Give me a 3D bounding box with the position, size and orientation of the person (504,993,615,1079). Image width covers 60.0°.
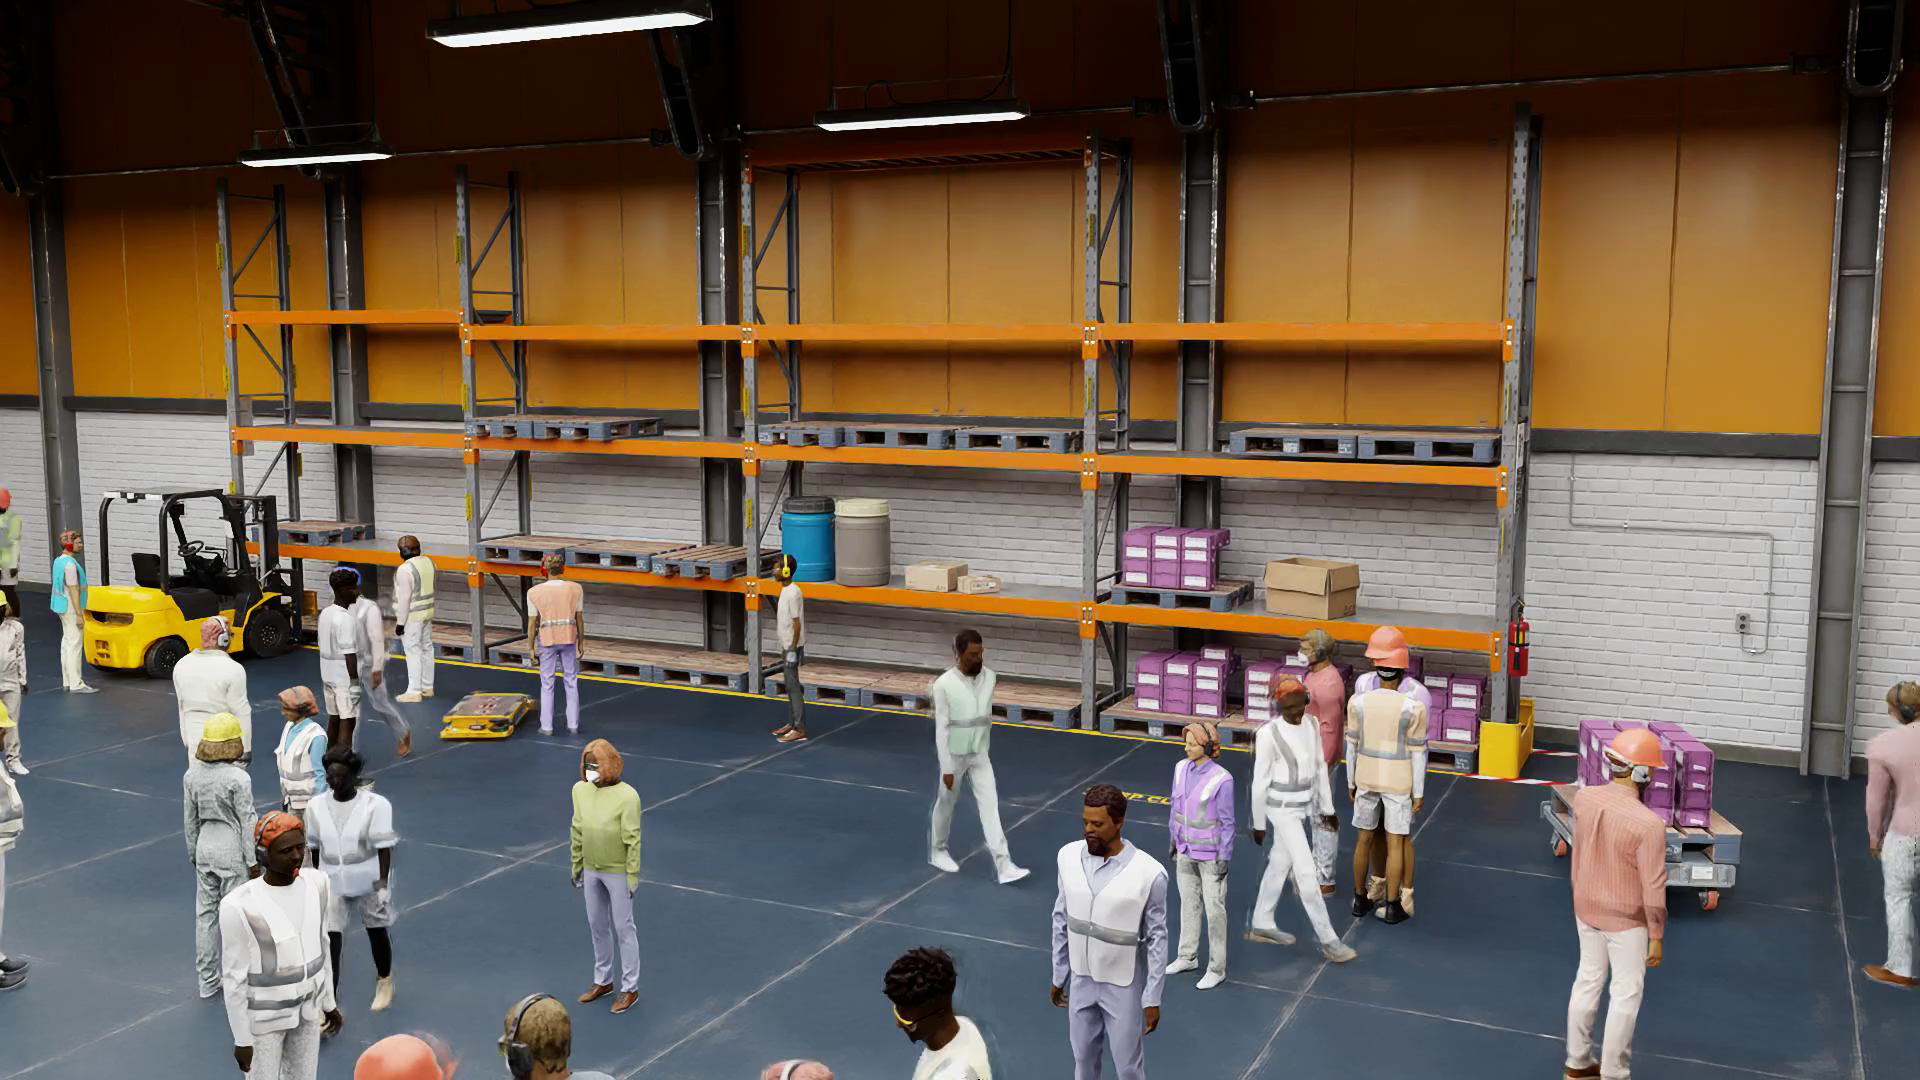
[{"bbox_3d":[-1.296,2.389,5.293,0.374,1.928,0.639,3,8,26],"label":"person"}]

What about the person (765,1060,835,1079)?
[{"bbox_3d":[-0.365,2.462,4.919,0.525,1.884,0.755,-4,8,-30],"label":"person"}]

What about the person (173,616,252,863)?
[{"bbox_3d":[-5.613,1.520,12.602,0.650,1.900,0.399,2,7,19],"label":"person"}]

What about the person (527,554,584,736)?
[{"bbox_3d":[-4.043,1.058,16.669,0.559,1.836,0.394,-3,8,-26],"label":"person"}]

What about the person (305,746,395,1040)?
[{"bbox_3d":[-3.515,2.006,9.556,0.552,1.647,0.881,0,7,0],"label":"person"}]

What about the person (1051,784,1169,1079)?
[{"bbox_3d":[0.696,2.083,7.853,0.598,1.915,0.378,5,9,36],"label":"person"}]

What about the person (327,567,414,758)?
[{"bbox_3d":[-5.522,1.169,15.497,0.663,1.906,0.927,3,8,24],"label":"person"}]

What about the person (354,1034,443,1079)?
[{"bbox_3d":[-1.696,2.428,5.151,0.946,1.883,0.548,-7,9,-43],"label":"person"}]

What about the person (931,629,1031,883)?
[{"bbox_3d":[0.084,1.585,12.173,0.613,1.860,1.006,-6,9,-40],"label":"person"}]

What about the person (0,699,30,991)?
[{"bbox_3d":[-5.945,1.854,10.173,0.403,1.817,0.601,-4,8,-30],"label":"person"}]

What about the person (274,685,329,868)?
[{"bbox_3d":[-4.471,1.796,11.362,0.514,1.640,0.310,6,9,42],"label":"person"}]

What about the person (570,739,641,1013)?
[{"bbox_3d":[-2.112,1.980,9.904,0.502,1.625,0.294,4,8,28],"label":"person"}]

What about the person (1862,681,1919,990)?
[{"bbox_3d":[5.939,1.824,10.137,0.776,1.901,0.373,3,7,22],"label":"person"}]

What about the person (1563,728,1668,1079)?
[{"bbox_3d":[3.442,1.951,8.682,0.410,1.980,0.630,-3,7,-21],"label":"person"}]

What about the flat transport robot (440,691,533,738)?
[{"bbox_3d":[-4.847,1.780,17.095,0.652,0.197,1.431,-1,7,-4],"label":"flat transport robot"}]

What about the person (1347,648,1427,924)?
[{"bbox_3d":[2.916,1.654,11.380,0.546,1.927,0.391,4,8,31],"label":"person"}]

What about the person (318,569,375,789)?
[{"bbox_3d":[-5.462,1.225,14.742,0.362,1.963,0.613,-6,9,-40],"label":"person"}]

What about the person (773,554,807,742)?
[{"bbox_3d":[-1.696,1.062,16.490,0.310,1.868,0.534,-2,7,-12],"label":"person"}]

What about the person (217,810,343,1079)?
[{"bbox_3d":[-3.038,2.145,7.485,0.360,1.883,0.574,4,8,28],"label":"person"}]

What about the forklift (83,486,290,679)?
[{"bbox_3d":[-9.426,0.454,20.179,1.214,2.155,2.313,3,8,26],"label":"forklift"}]

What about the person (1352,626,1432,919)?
[{"bbox_3d":[2.928,1.593,11.452,0.408,2.036,0.611,-5,8,-33],"label":"person"}]

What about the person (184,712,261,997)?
[{"bbox_3d":[-4.432,1.903,10.054,0.493,1.743,0.314,2,7,18],"label":"person"}]

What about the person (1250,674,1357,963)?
[{"bbox_3d":[2.215,1.777,10.684,0.839,1.841,0.565,5,9,36],"label":"person"}]

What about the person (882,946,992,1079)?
[{"bbox_3d":[-0.030,2.337,5.848,0.881,1.912,0.606,-1,7,-5],"label":"person"}]

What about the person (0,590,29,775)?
[{"bbox_3d":[-8.702,1.296,15.064,0.302,1.745,0.483,6,9,41],"label":"person"}]

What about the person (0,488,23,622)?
[{"bbox_3d":[-12.986,0.277,22.503,0.811,1.987,0.453,3,8,26],"label":"person"}]

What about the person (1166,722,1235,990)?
[{"bbox_3d":[1.483,1.929,10.264,0.306,1.640,0.522,-5,8,-34],"label":"person"}]

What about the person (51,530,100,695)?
[{"bbox_3d":[-9.961,0.812,18.642,0.389,1.846,0.567,-6,9,-40],"label":"person"}]

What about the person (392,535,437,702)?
[{"bbox_3d":[-6.017,0.859,18.306,0.429,1.838,0.621,2,7,13],"label":"person"}]

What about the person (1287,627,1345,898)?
[{"bbox_3d":[2.560,1.582,11.908,0.359,1.937,0.635,1,7,6],"label":"person"}]
